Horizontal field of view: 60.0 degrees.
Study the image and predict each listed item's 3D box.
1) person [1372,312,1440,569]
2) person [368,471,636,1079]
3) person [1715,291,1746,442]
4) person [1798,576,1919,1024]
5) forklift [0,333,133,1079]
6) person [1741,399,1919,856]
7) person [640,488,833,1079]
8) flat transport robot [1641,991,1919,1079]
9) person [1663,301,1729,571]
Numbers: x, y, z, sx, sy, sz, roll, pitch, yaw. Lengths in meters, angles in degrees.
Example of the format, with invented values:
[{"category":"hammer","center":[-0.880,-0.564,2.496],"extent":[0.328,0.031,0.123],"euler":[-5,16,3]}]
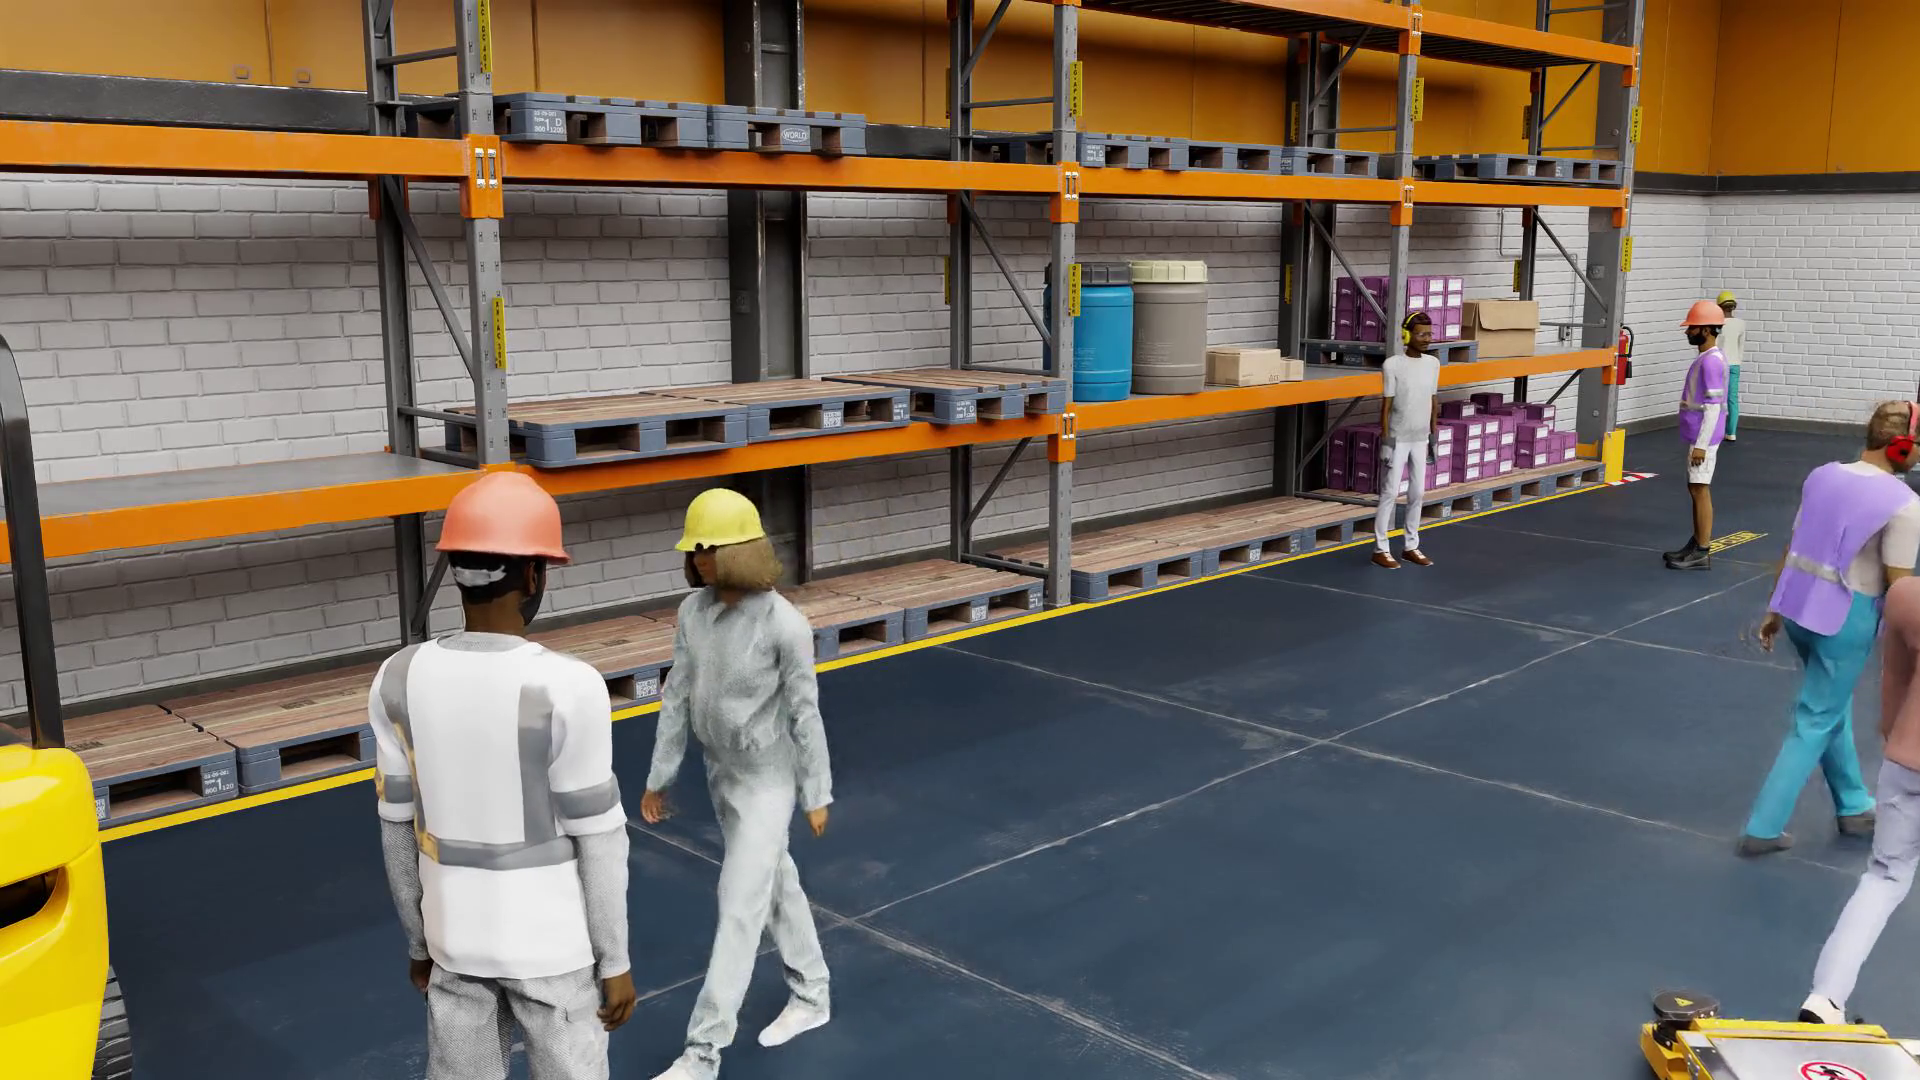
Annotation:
[{"category":"person","center":[3.257,-0.717,12.068],"extent":[0.504,1.860,0.320],"euler":[-4,11,-23]},{"category":"person","center":[-0.923,0.818,3.482],"extent":[0.543,1.931,0.371],"euler":[3,11,16]},{"category":"person","center":[8.878,-2.010,19.362],"extent":[0.525,1.765,0.329],"euler":[-4,11,-20]},{"category":"person","center":[2.855,0.667,4.823],"extent":[0.836,1.736,0.520],"euler":[-6,12,-32]},{"category":"forklift","center":[-3.289,0.485,4.582],"extent":[1.214,2.155,2.313],"euler":[-10,14,-44]},{"category":"person","center":[3.435,0.350,6.400],"extent":[0.829,1.792,0.669],"euler":[-2,11,-11]},{"category":"person","center":[-0.679,0.707,4.704],"extent":[0.491,1.701,0.877],"euler":[10,14,44]},{"category":"flat transport robot","center":[2.259,1.529,4.133],"extent":[0.652,0.197,1.431],"euler":[1,10,5]},{"category":"person","center":[5.315,-0.747,11.997],"extent":[0.358,1.936,0.552],"euler":[4,11,20]}]
